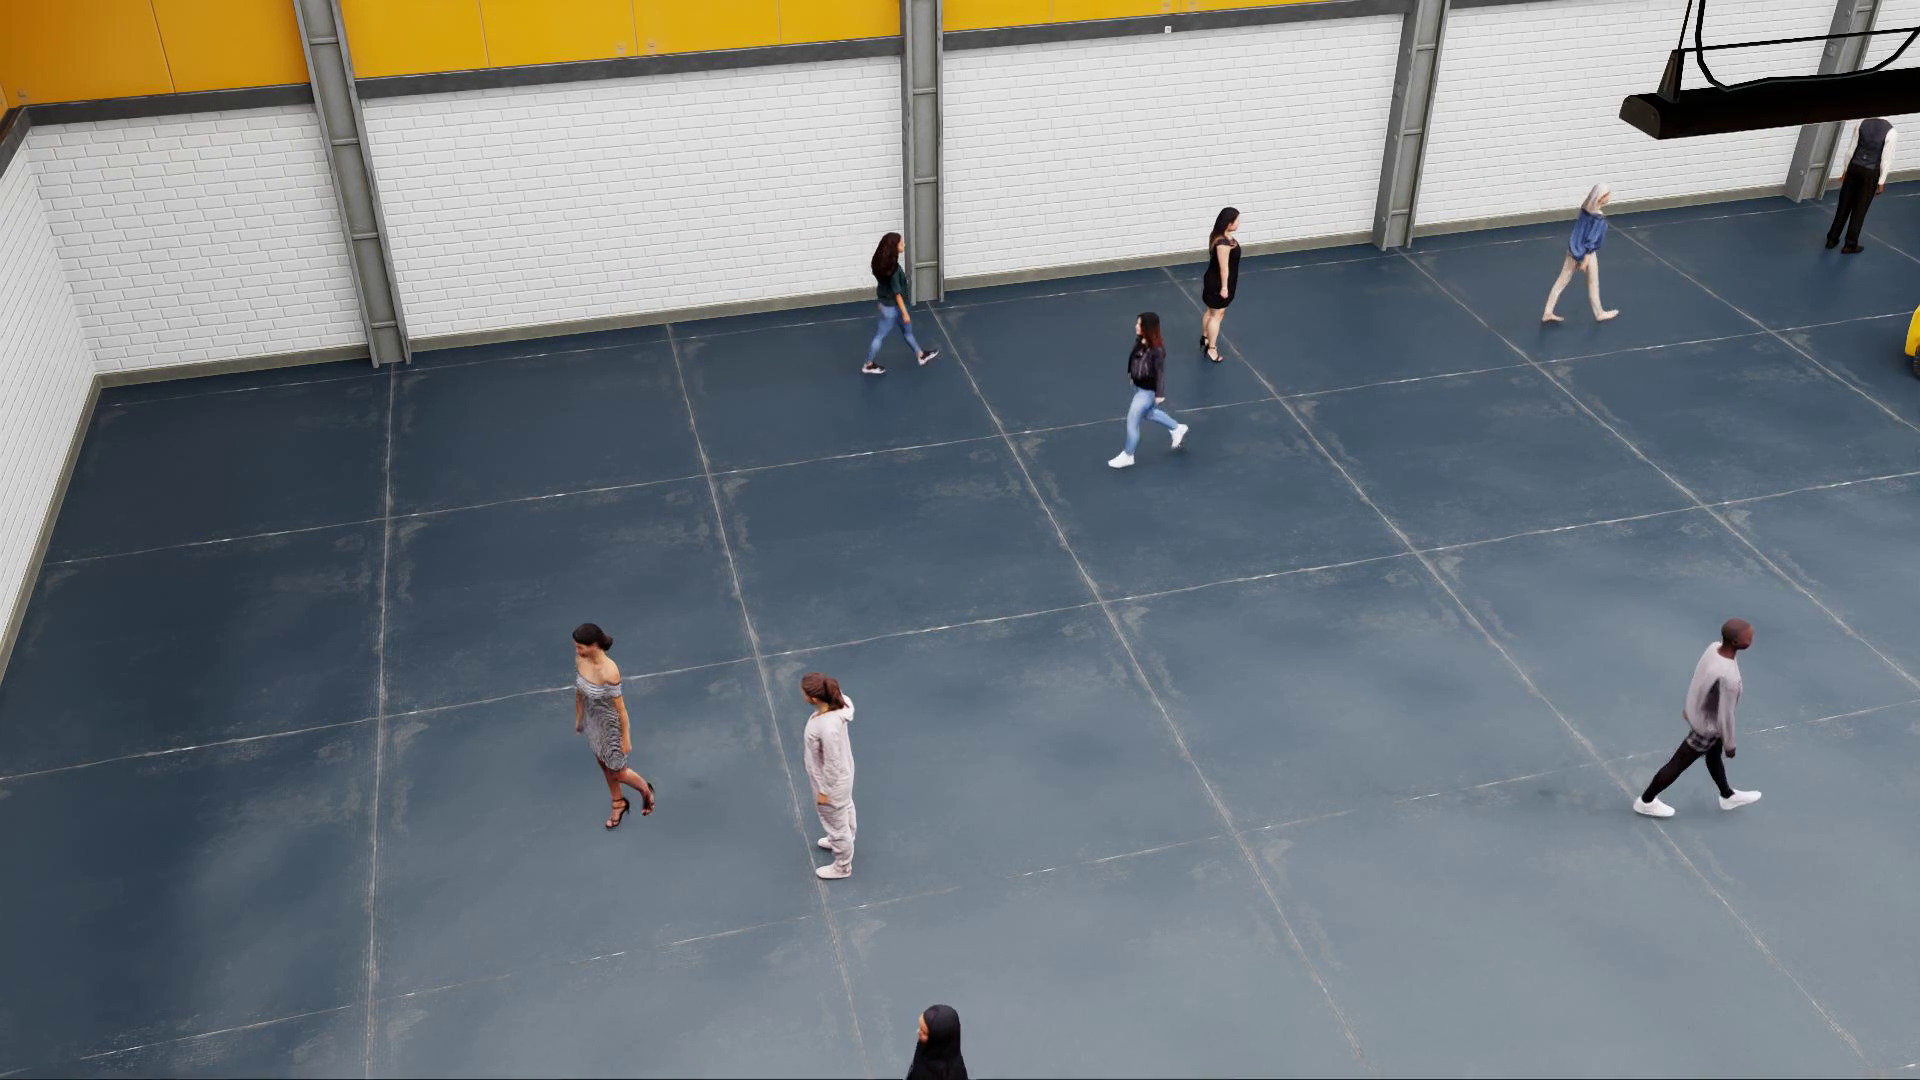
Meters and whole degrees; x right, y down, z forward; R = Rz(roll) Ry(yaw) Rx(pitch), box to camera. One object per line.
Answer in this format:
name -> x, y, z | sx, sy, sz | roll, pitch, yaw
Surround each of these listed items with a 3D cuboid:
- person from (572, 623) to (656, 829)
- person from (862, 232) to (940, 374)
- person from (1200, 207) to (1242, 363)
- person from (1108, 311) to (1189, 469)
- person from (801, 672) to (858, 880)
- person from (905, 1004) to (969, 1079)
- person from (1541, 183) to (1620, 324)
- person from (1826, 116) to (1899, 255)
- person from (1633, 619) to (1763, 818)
person -> -2.409, 1.280, 11.648 | 0.790, 1.814, 0.842 | 26, 42, 33
person -> -0.800, -2.440, 17.460 | 1.062, 1.575, 0.606 | -8, 34, -11
person -> 2.768, -2.748, 17.798 | 0.668, 1.715, 0.711 | -2, 34, -3
person -> 1.863, -1.451, 15.950 | 1.059, 1.600, 0.642 | -8, 34, -12
person -> -0.852, 1.577, 11.314 | 0.666, 1.688, 0.698 | 1, 34, 2
person -> -0.041, 3.094, 9.102 | 0.931, 1.612, 0.653 | -4, 34, -6
person -> 6.809, -3.143, 18.444 | 1.082, 1.657, 0.697 | -5, 34, -8
person -> 10.944, -4.434, 20.152 | 0.720, 1.916, 0.771 | -22, 39, -29
person -> 5.144, 1.283, 11.715 | 1.199, 1.736, 0.963 | 5, 34, 8
